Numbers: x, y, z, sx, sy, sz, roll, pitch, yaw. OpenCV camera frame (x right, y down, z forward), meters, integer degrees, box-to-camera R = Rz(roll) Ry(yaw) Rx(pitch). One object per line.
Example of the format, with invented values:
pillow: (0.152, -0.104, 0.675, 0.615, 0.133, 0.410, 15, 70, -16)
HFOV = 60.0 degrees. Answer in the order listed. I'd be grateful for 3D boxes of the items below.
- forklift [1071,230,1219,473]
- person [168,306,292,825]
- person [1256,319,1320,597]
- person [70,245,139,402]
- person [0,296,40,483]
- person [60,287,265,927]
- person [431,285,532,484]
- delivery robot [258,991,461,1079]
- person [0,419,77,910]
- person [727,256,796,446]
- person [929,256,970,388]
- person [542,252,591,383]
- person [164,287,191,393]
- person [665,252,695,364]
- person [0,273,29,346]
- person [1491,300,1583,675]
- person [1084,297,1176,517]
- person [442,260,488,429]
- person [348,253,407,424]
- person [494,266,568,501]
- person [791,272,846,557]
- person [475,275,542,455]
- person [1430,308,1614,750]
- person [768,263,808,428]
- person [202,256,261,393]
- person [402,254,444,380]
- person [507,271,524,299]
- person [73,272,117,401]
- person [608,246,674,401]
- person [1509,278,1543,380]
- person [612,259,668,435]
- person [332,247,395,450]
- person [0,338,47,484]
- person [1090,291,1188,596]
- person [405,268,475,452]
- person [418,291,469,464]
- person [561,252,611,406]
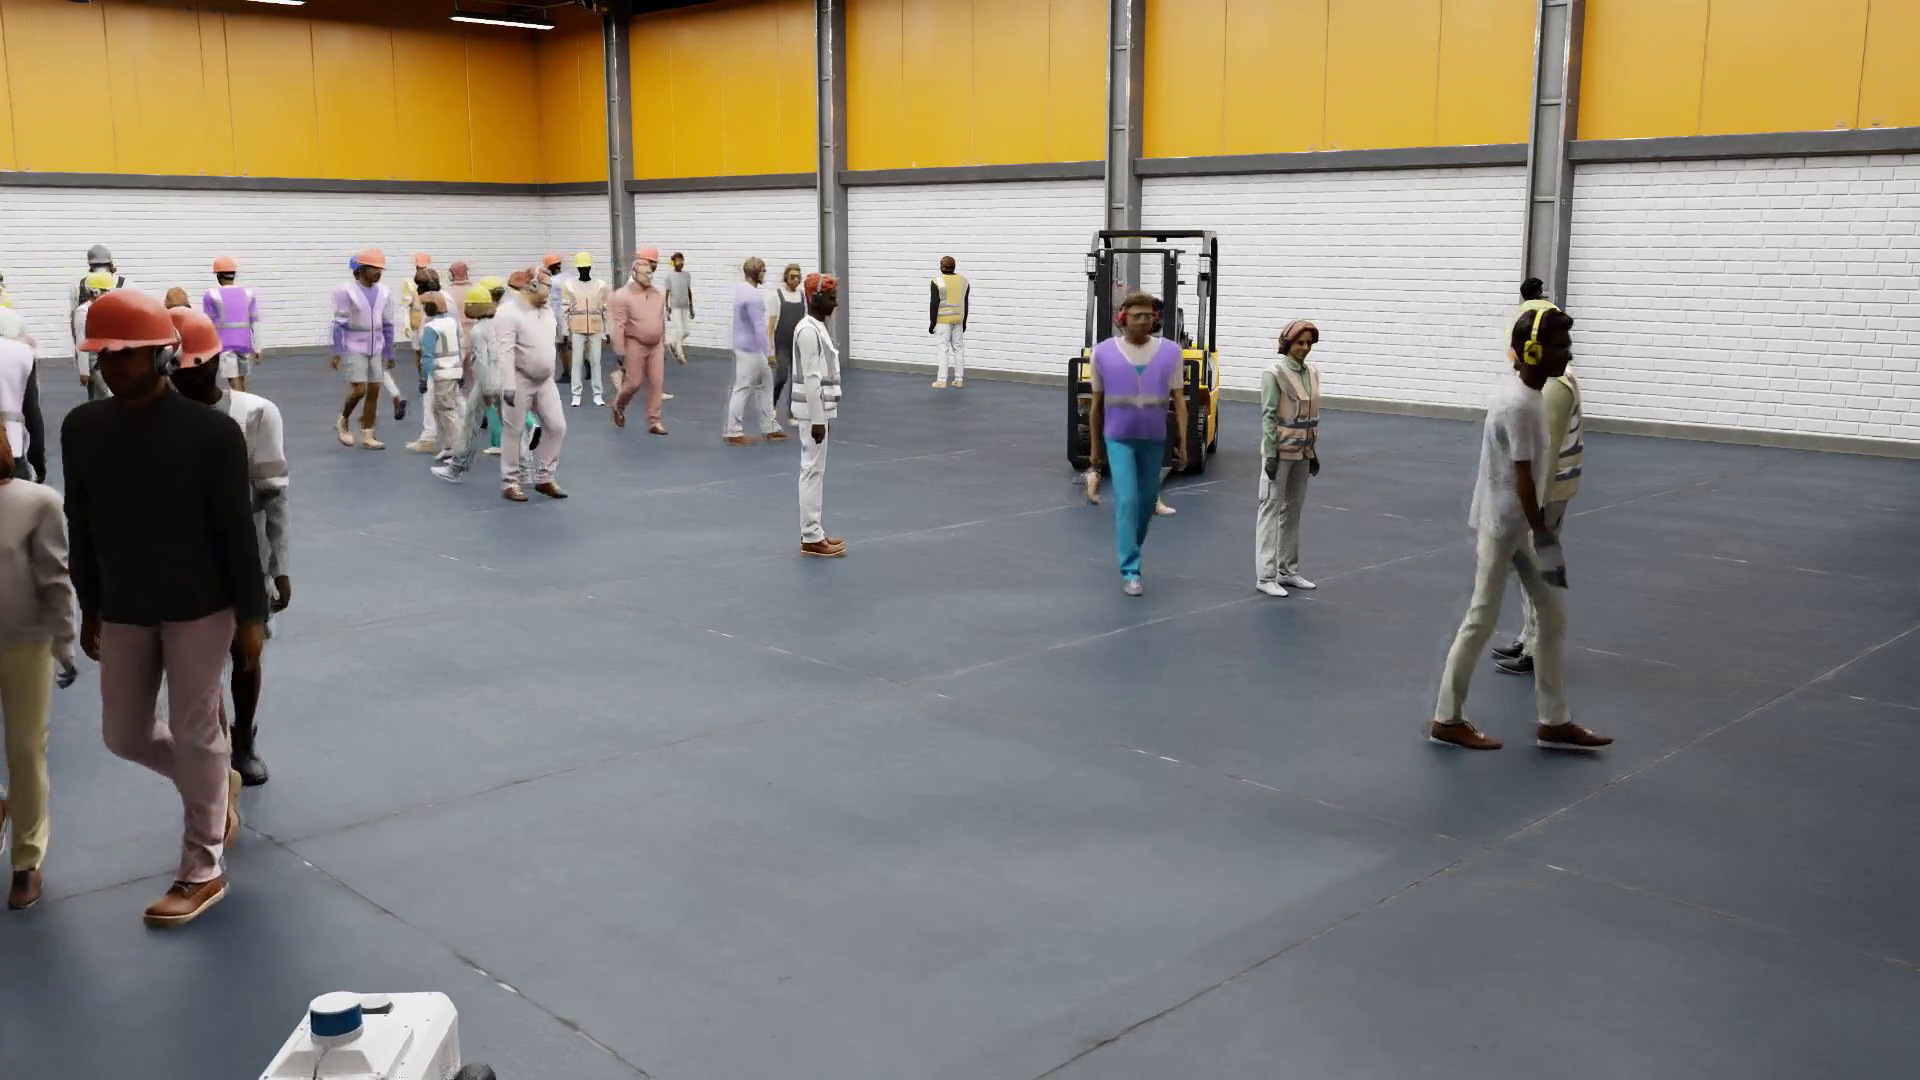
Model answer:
forklift: (1.804, -1.825, 15.677, 1.214, 2.155, 2.313, 2, 11, 13)
person: (-2.754, 0.081, 6.149, 0.538, 1.881, 0.956, -6, 12, -28)
person: (1.963, -0.489, 9.923, 0.512, 1.634, 0.312, -10, 14, -44)
person: (-8.918, -2.060, 17.379, 0.690, 2.000, 0.538, -3, 11, -15)
person: (-7.167, -1.001, 12.476, 0.527, 1.719, 0.843, -4, 11, -22)
person: (-2.481, 0.192, 5.272, 0.638, 1.980, 0.609, 1, 10, 8)
person: (-4.107, -1.317, 14.258, 0.891, 1.700, 0.493, 2, 11, 13)
delivery robot: (-1.285, 1.185, 3.456, 0.477, 0.478, 0.707, 0, 11, -3)
person: (-3.117, 0.354, 5.357, 0.512, 1.618, 0.488, -4, 11, -22)
person: (-1.998, -1.900, 16.850, 0.865, 1.903, 0.650, -3, 11, -14)
person: (-0.171, -3.056, 23.356, 0.622, 1.844, 0.429, -6, 12, -31)
person: (-5.626, -3.171, 23.843, 0.677, 1.899, 0.598, 4, 11, 22)
person: (-7.942, -1.782, 17.046, 0.511, 1.607, 0.665, -7, 12, -33)
person: (-4.701, -3.862, 27.698, 0.524, 1.861, 0.584, -10, 14, -42)
person: (-6.915, -1.007, 11.969, 0.658, 1.914, 0.649, 5, 11, 25)
person: (2.813, -0.254, 8.134, 0.403, 1.824, 0.593, 2, 11, 13)
person: (1.323, -1.022, 12.705, 0.686, 1.672, 0.535, 7, 13, 35)
person: (-5.479, -2.174, 18.502, 0.648, 1.868, 0.954, -5, 11, -24)
person: (-6.598, -2.246, 18.686, 0.591, 1.932, 0.629, 6, 12, 31)
person: (-3.440, -1.240, 13.337, 0.631, 1.878, 0.741, 7, 13, 34)
person: (-0.950, -0.835, 11.120, 0.355, 1.887, 0.573, -1, 10, -3)
person: (-4.390, -1.677, 16.078, 0.598, 1.747, 0.536, 7, 12, 32)
person: (2.335, -0.007, 6.743, 0.834, 1.840, 0.520, 6, 12, 29)
person: (-1.929, -2.171, 18.564, 0.540, 1.830, 0.524, -6, 12, -30)
person: (-7.848, -2.075, 17.830, 0.910, 1.896, 0.543, 9, 14, 41)
person: (-7.168, -2.880, 22.294, 0.551, 1.885, 1.008, -4, 11, -19)
person: (-6.129, -2.922, 23.184, 0.288, 1.634, 0.499, -4, 11, -22)
person: (-8.439, -1.731, 16.301, 0.890, 1.797, 0.587, 0, 10, 2)
person: (-4.172, -2.812, 21.590, 0.904, 2.004, 0.611, 3, 11, 14)
person: (5.957, -1.915, 17.557, 0.320, 1.689, 0.528, 3, 11, 18)
person: (-3.461, -2.080, 17.929, 0.648, 1.886, 0.714, -10, 14, -43)
person: (-5.905, -1.882, 16.489, 0.600, 2.015, 0.665, 7, 12, 33)
person: (-5.288, -0.455, 9.068, 0.597, 1.890, 0.936, -9, 14, -41)
person: (1.071, -0.618, 10.160, 0.580, 1.814, 0.865, -1, 10, -5)
person: (-5.206, -1.763, 16.391, 0.791, 1.806, 0.641, -5, 11, -25)
person: (-4.839, -1.498, 15.433, 0.556, 1.613, 0.528, 2, 11, 9)
person: (-4.671, -2.633, 20.810, 0.594, 1.924, 0.383, -4, 11, -19)
